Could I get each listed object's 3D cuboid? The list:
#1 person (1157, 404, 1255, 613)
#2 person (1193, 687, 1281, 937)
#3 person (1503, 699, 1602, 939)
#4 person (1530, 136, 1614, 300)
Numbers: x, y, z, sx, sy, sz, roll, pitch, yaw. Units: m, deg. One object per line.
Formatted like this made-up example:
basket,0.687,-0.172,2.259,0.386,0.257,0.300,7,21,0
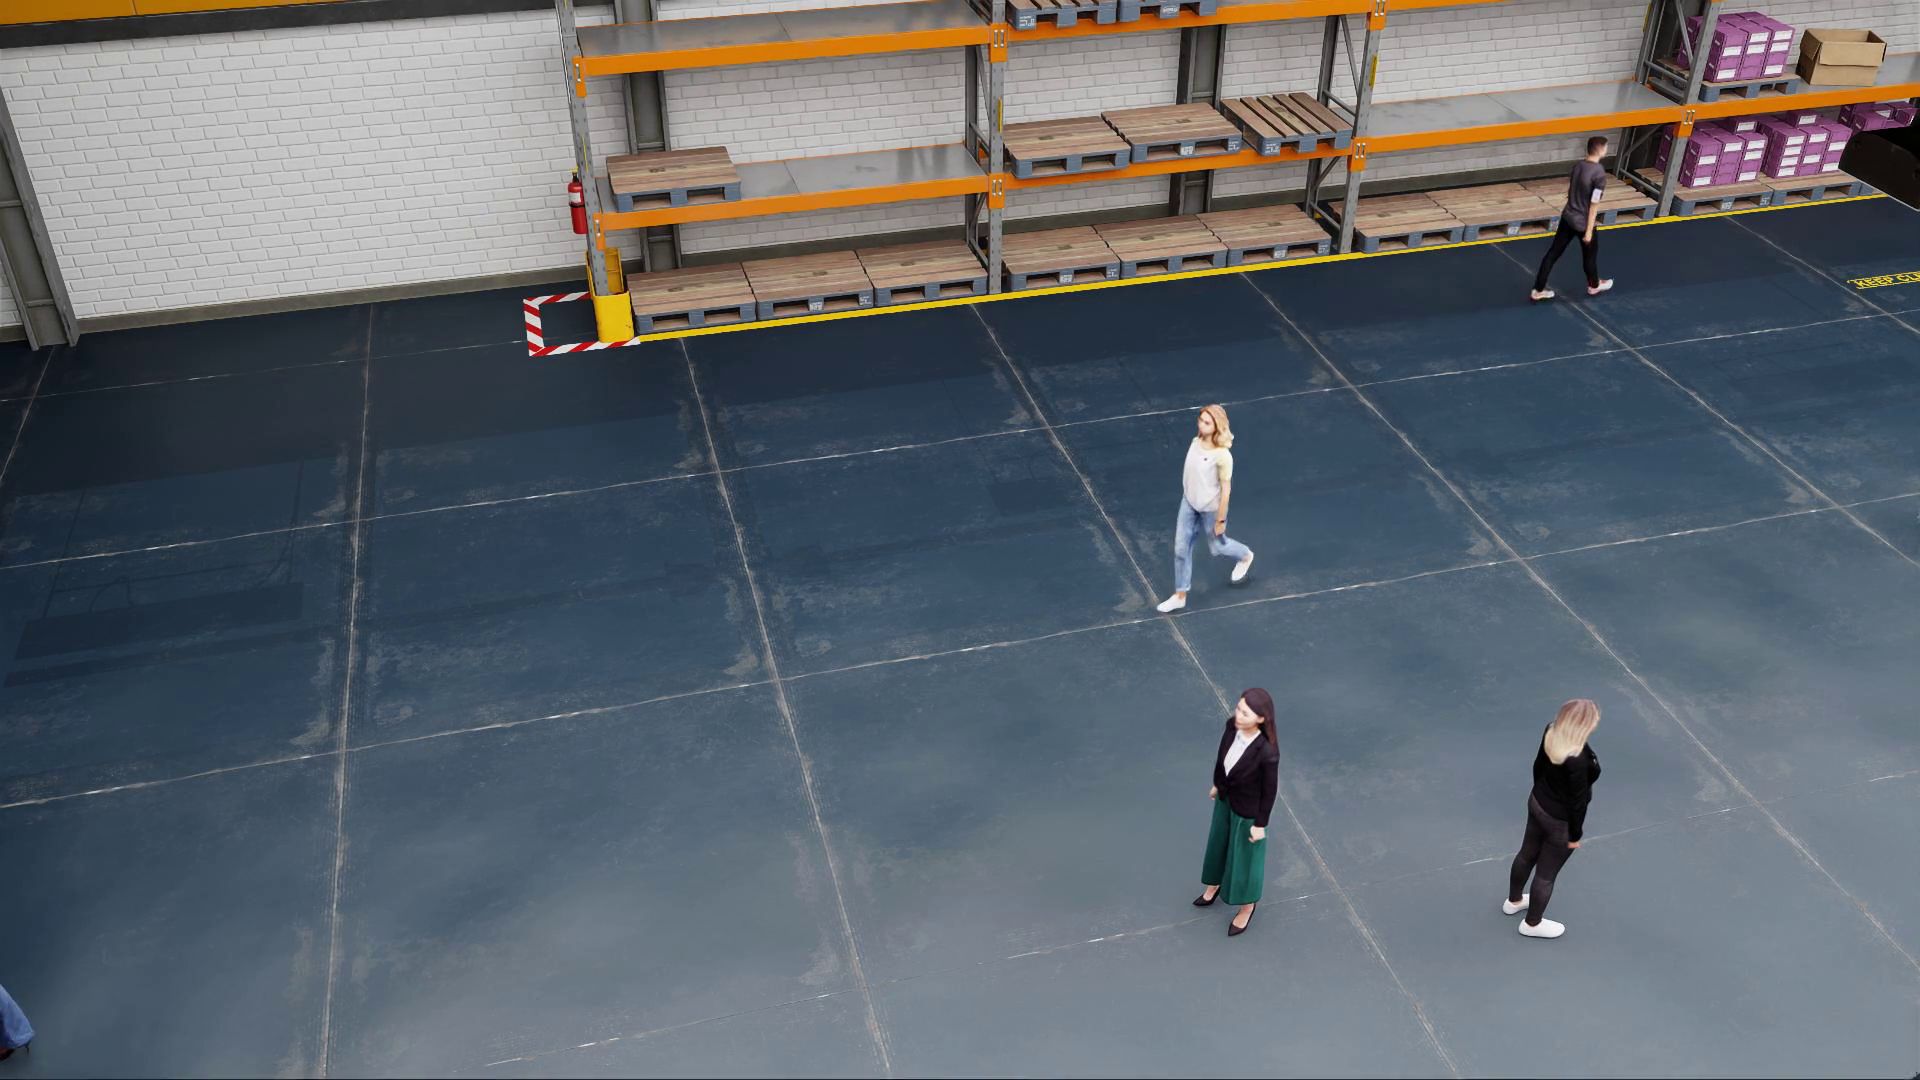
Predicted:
person,1.901,-0.255,12.382,1.206,1.690,0.844,-19,38,-26
person,1.626,1.549,9.623,0.636,1.740,0.676,-21,39,-28
person,3.420,1.591,9.608,0.536,1.686,0.615,-6,34,-10
person,6.158,-3.186,16.771,1.154,1.713,0.706,-11,35,-16
